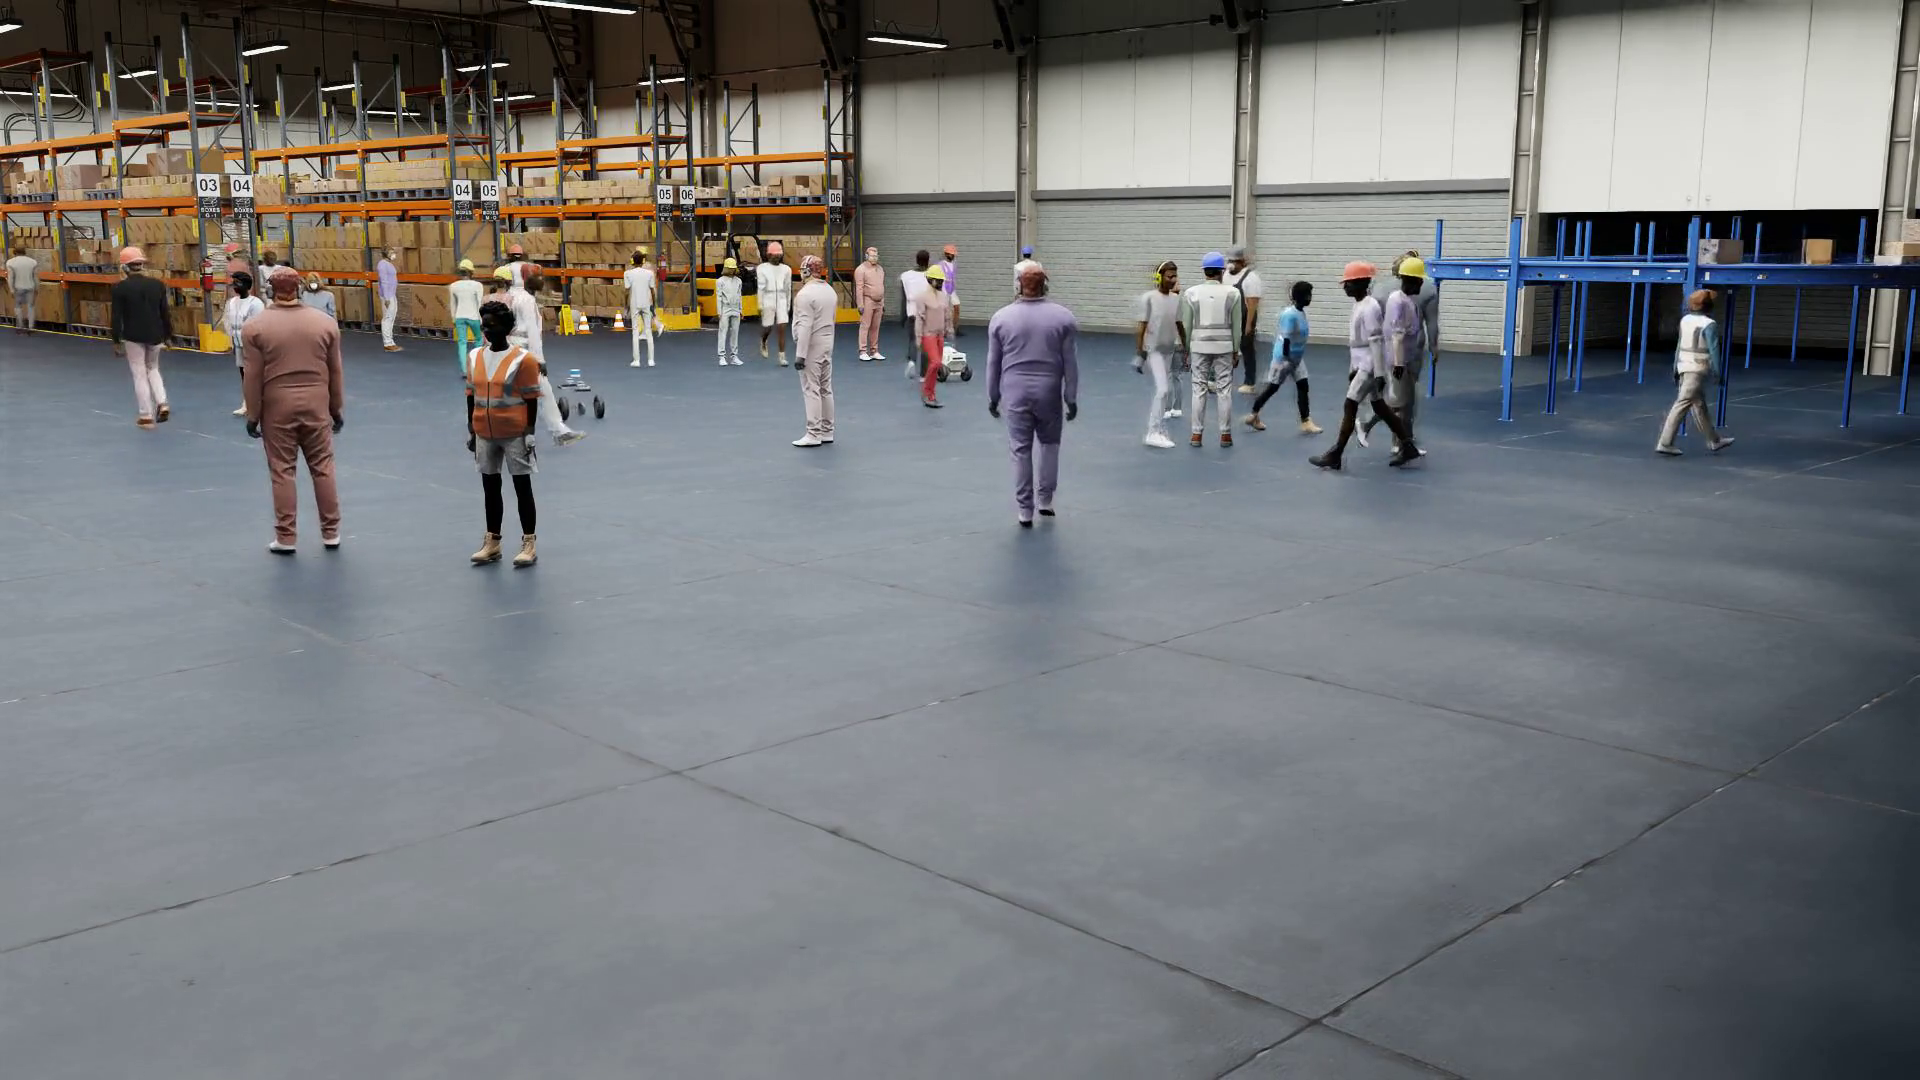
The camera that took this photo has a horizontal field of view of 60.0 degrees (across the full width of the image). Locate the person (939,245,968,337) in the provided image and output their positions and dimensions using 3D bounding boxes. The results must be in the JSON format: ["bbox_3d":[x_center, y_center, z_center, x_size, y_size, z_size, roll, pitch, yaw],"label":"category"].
[{"bbox_3d":[-0.192,-5.148,34.471,0.850,1.903,0.560,10,14,44],"label":"person"}]

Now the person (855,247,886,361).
[{"bbox_3d":[-1.486,-3.998,28.207,0.402,1.901,0.651,8,13,38],"label":"person"}]

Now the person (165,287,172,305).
[{"bbox_3d":[-21.124,-6.831,43.975,0.609,1.785,0.953,-9,14,-40],"label":"person"}]

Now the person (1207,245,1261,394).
[{"bbox_3d":[3.620,-2.913,22.031,0.698,2.000,1.050,9,14,41],"label":"person"}]

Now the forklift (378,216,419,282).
[{"bbox_3d":[-17.868,-9.201,54.028,1.873,2.768,1.129,-10,14,-44],"label":"forklift"}]

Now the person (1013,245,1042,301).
[{"bbox_3d":[1.386,-5.027,33.795,0.612,1.917,0.885,1,10,3],"label":"person"}]

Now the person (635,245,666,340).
[{"bbox_3d":[-6.319,-4.999,33.670,0.609,1.910,0.597,1,10,3],"label":"person"}]

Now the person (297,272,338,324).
[{"bbox_3d":[-8.733,-2.831,22.648,0.505,1.607,0.702,-5,11,-24],"label":"person"}]

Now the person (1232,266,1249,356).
[{"bbox_3d":[4.856,-3.989,28.976,0.517,1.607,0.775,8,13,37],"label":"person"}]

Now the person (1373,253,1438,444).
[{"bbox_3d":[4.547,-1.973,17.109,0.673,1.917,0.788,1,10,7],"label":"person"}]

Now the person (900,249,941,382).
[{"bbox_3d":[-0.570,-3.234,24.026,0.620,1.906,0.487,3,11,13],"label":"person"}]

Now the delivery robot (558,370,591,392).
[{"bbox_3d":[-4.500,-1.879,19.471,0.335,0.223,0.698,-5,12,-26],"label":"delivery robot"}]

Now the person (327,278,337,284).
[{"bbox_3d":[-17.775,-7.439,47.138,0.429,1.841,0.633,-2,11,-12],"label":"person"}]

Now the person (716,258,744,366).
[{"bbox_3d":[-3.751,-3.733,27.202,0.492,1.740,0.324,-9,14,-40],"label":"person"}]

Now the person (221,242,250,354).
[{"bbox_3d":[-12.923,-4.292,29.600,0.614,1.976,0.622,2,11,12],"label":"person"}]

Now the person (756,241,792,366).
[{"bbox_3d":[-3.054,-3.872,27.208,0.610,2.015,0.779,-4,11,-20],"label":"person"}]

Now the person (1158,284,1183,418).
[{"bbox_3d":[2.420,-2.235,19.325,0.499,1.633,0.279,-10,14,-44],"label":"person"}]

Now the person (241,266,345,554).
[{"bbox_3d":[-4.458,-0.870,11.144,0.651,1.904,0.403,-7,13,-35],"label":"person"}]

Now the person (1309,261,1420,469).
[{"bbox_3d":[3.744,-1.586,15.126,1.008,1.887,0.577,1,10,6],"label":"person"}]

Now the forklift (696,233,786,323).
[{"bbox_3d":[-5.496,-6.489,41.108,2.313,2.155,1.214,-10,14,-44],"label":"forklift"}]

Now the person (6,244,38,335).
[{"bbox_3d":[-20.005,-5.339,35.485,0.640,1.914,0.760,-10,14,-43],"label":"person"}]

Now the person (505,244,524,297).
[{"bbox_3d":[-8.278,-4.562,31.183,0.547,1.938,0.359,-7,13,-35],"label":"person"}]

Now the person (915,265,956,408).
[{"bbox_3d":[-0.309,-2.496,20.442,0.402,1.750,0.526,8,13,38],"label":"person"}]

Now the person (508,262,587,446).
[{"bbox_3d":[-4.192,-1.790,16.337,0.993,1.836,0.603,-2,11,-13],"label":"person"}]

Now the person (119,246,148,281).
[{"bbox_3d":[-14.831,-4.367,30.197,0.599,1.906,0.680,3,11,18],"label":"person"}]

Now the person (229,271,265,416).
[{"bbox_3d":[-8.313,-2.286,19.429,0.537,1.696,0.321,5,12,27],"label":"person"}]

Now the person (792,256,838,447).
[{"bbox_3d":[-1.491,-1.902,16.764,0.407,1.906,0.655,5,11,23],"label":"person"}]

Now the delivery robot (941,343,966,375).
[{"bbox_3d":[-0.210,-2.659,24.441,0.477,0.478,0.707,-6,12,-30],"label":"delivery robot"}]

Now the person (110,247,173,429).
[{"bbox_3d":[-9.025,-2.224,18.312,0.437,1.979,0.647,8,13,36],"label":"person"}]

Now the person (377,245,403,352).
[{"bbox_3d":[-10.420,-4.412,30.363,0.357,1.938,0.638,-2,11,-8],"label":"person"}]

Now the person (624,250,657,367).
[{"bbox_3d":[-5.181,-3.744,26.923,0.535,1.864,0.309,-4,11,-20],"label":"person"}]

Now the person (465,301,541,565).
[{"bbox_3d":[-2.945,-0.685,10.705,0.535,1.697,0.318,3,11,16],"label":"person"}]

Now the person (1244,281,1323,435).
[{"bbox_3d":[3.475,-1.963,17.835,0.874,1.638,0.533,8,13,38],"label":"person"}]

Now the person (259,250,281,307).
[{"bbox_3d":[-13.354,-4.714,32.299,0.589,1.846,0.958,-8,13,-38],"label":"person"}]

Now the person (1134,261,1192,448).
[{"bbox_3d":[2.076,-1.835,16.549,0.548,1.845,0.715,-7,12,-32],"label":"person"}]

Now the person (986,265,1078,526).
[{"bbox_3d":[0.528,-1.071,12.274,0.672,1.884,0.634,0,10,1],"label":"person"}]

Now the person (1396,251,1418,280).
[{"bbox_3d":[7.233,-3.728,26.855,0.311,1.863,0.510,-8,13,-38],"label":"person"}]

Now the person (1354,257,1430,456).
[{"bbox_3d":[4.172,-1.756,15.978,0.611,1.904,0.615,6,12,28],"label":"person"}]

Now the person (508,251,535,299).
[{"bbox_3d":[-8.776,-4.852,33.133,0.851,1.799,0.637,5,11,25],"label":"person"}]

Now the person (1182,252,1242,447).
[{"bbox_3d":[2.528,-1.919,16.755,0.605,1.944,0.403,1,10,7],"label":"person"}]

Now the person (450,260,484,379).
[{"bbox_3d":[-7.289,-3.295,24.797,0.553,1.733,0.787,1,10,5],"label":"person"}]

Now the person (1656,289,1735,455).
[{"bbox_3d":[7.148,-1.612,16.029,0.866,1.586,0.544,-1,10,-5],"label":"person"}]

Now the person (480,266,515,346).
[{"bbox_3d":[-5.221,-2.247,19.061,0.517,1.757,0.336,1,10,7],"label":"person"}]
